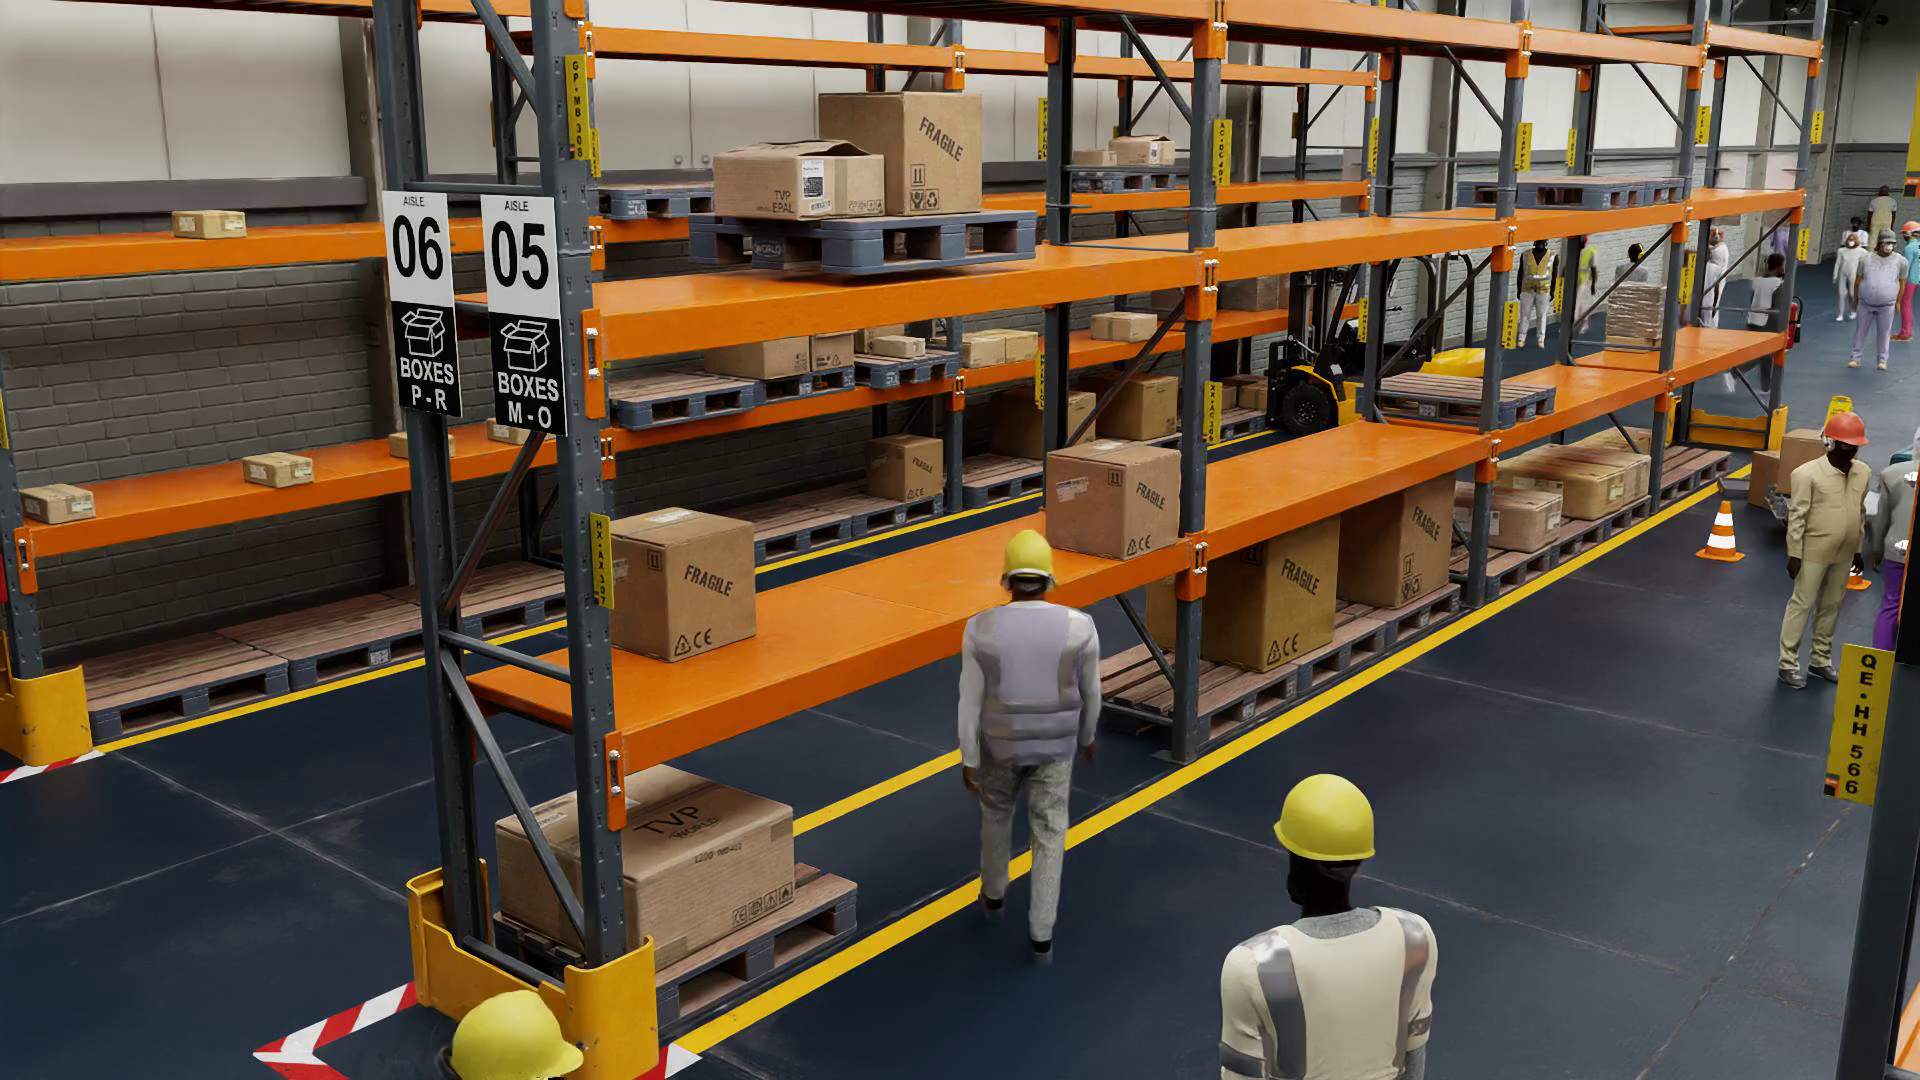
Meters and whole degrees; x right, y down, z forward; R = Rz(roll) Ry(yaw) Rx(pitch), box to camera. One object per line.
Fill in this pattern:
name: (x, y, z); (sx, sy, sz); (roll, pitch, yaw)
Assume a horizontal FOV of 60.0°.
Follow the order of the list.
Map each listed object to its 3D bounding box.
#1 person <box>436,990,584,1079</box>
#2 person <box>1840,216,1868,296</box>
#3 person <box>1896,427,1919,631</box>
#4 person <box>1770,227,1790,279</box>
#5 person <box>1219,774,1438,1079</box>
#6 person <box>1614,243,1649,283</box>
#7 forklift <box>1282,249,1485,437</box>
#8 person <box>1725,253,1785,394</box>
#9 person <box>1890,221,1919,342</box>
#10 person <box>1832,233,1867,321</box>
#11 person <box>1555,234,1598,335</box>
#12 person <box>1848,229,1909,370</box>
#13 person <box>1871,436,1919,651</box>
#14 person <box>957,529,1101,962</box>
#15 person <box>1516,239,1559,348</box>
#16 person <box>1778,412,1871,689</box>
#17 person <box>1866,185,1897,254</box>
person: (-0.996, 1.762, 3.565); (0.923, 1.716, 0.531); (-5, 15, -20)
person: (18.953, -6.027, 35.353); (0.369, 1.688, 0.534); (-10, 17, -35)
person: (6.736, -0.233, 11.585); (0.327, 1.767, 0.533); (6, 15, 23)
person: (19.459, -7.085, 39.214); (0.675, 1.890, 0.435); (10, 17, 34)
person: (0.883, 1.506, 4.169); (0.584, 1.928, 0.367); (-5, 15, -21)
person: (9.694, -3.354, 24.079); (0.535, 1.868, 0.309); (13, 19, 42)
forklift: (4.886, -2.214, 18.767); (2.313, 2.155, 1.214); (11, 18, 38)
person: (10.579, -2.846, 21.989); (0.827, 1.892, 0.590); (-2, 14, -7)
person: (15.813, -4.315, 27.770); (0.420, 1.982, 0.634); (11, 18, 39)
person: (16.386, -4.847, 30.686); (0.506, 1.622, 0.342); (12, 18, 41)
person: (10.538, -4.373, 28.382); (0.990, 1.794, 0.568); (-8, 16, -31)
person: (13.484, -3.528, 24.432); (0.684, 2.000, 0.538); (9, 16, 32)
person: (6.006, 0.075, 10.382); (0.350, 1.744, 0.575); (-11, 18, -39)
person: (0.295, 0.838, 7.149); (0.609, 1.805, 0.789); (0, 14, 0)
person: (9.313, -4.030, 26.891); (0.627, 1.844, 0.429); (5, 15, 21)
person: (5.436, 0.062, 10.410); (0.574, 1.748, 0.337); (-4, 14, -15)
person: (24.864, -8.564, 44.937); (0.675, 2.000, 0.536); (6, 15, 21)
